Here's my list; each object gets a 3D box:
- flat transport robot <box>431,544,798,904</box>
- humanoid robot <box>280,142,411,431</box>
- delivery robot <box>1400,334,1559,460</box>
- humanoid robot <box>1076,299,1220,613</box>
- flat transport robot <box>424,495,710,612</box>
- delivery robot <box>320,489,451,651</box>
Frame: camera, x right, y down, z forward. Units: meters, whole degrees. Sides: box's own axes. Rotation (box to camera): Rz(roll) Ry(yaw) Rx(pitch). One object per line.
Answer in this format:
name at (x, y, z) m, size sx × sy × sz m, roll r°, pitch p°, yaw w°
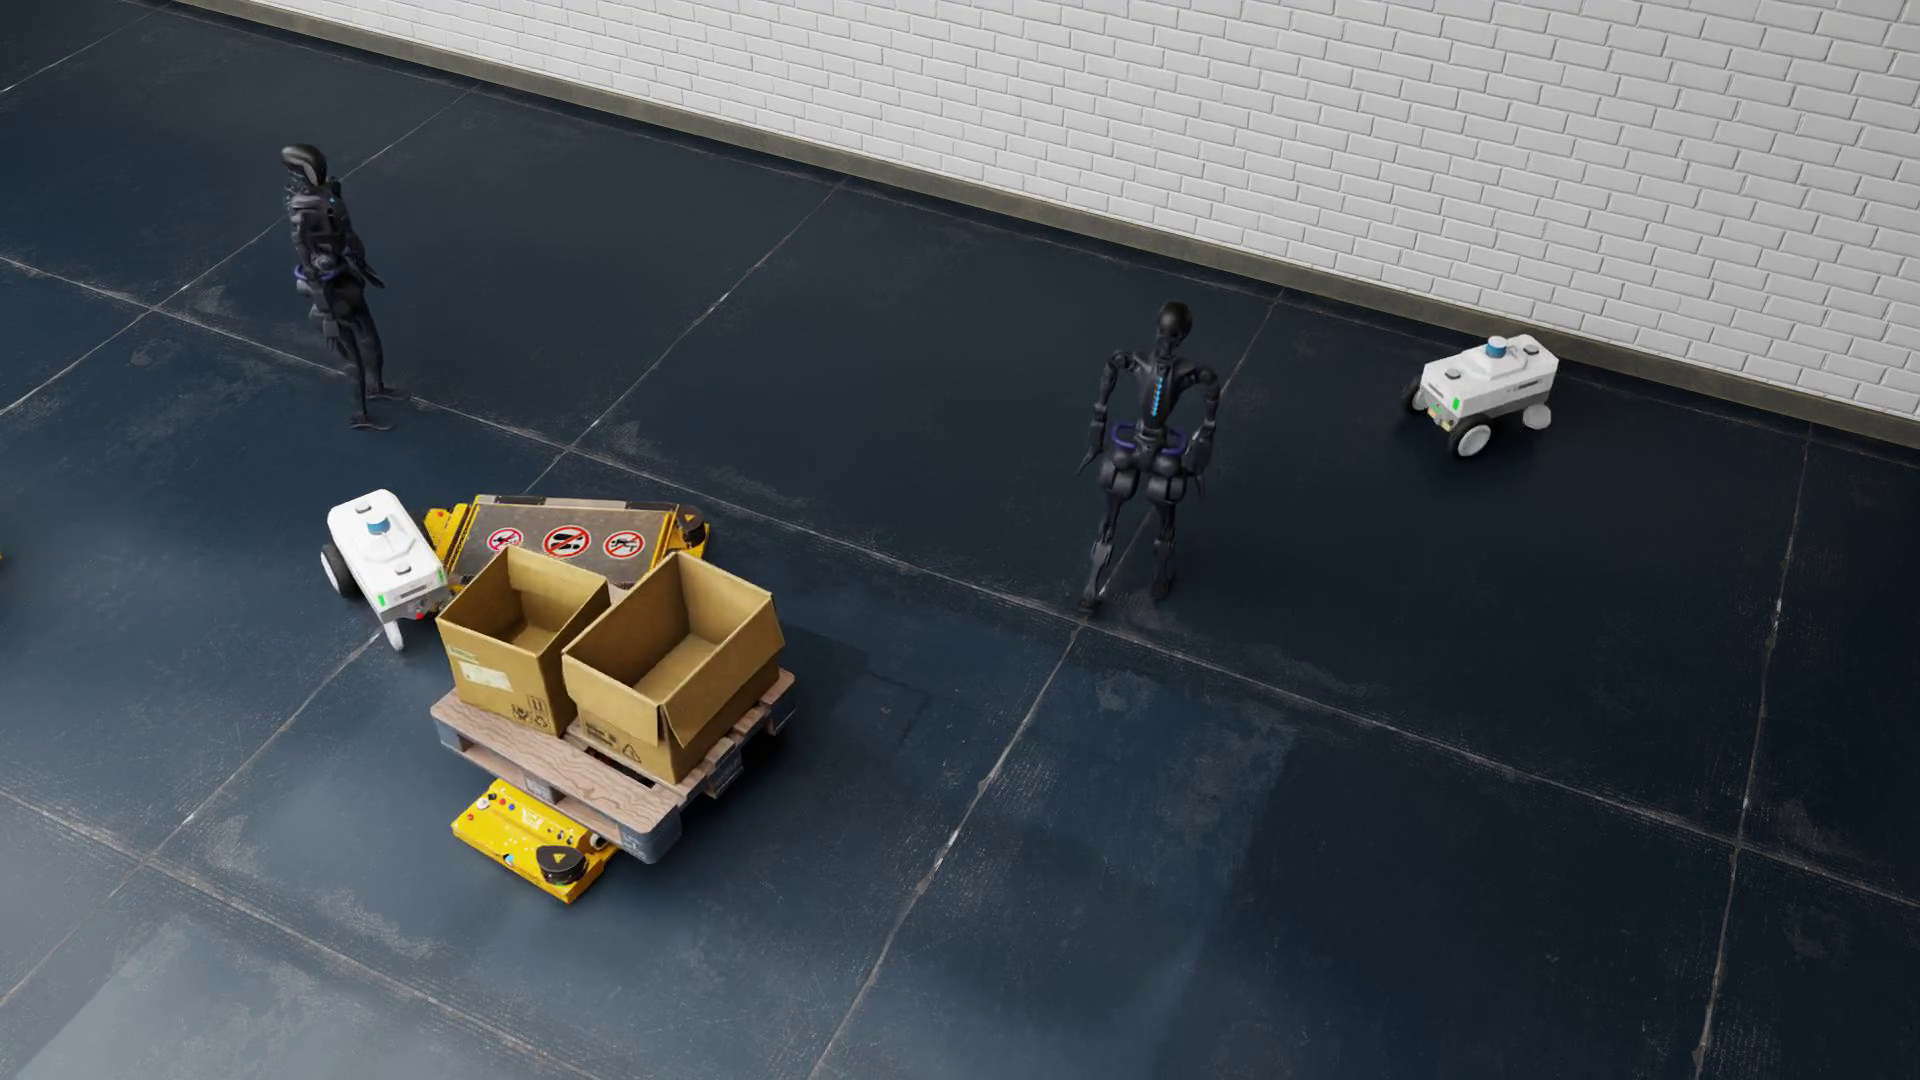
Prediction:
flat transport robot at (-1.475, 0.904, 7.280) m, size 0.659 × 0.231 × 1.431 m, roll 23°, pitch 48°, yaw 23°
humanoid robot at (-3.214, -1.308, 8.623) m, size 0.328 × 1.649 × 0.584 m, roll 3°, pitch 43°, yaw 3°
delivery robot at (2.809, -0.827, 8.924) m, size 0.747 × 0.576 × 0.499 m, roll -17°, pitch 46°, yaw -18°
humanoid robot at (0.830, -0.323, 7.573) m, size 0.614 × 1.665 × 0.476 m, roll 6°, pitch 43°, yaw 7°
flat transport robot at (-1.996, 0.090, 8.158) m, size 1.431 × 0.231 × 0.659 m, roll 3°, pitch 43°, yaw 3°
delivery robot at (-2.717, 0.102, 7.926) m, size 0.499 × 0.583 × 0.767 m, roll -25°, pitch 49°, yaw -25°
